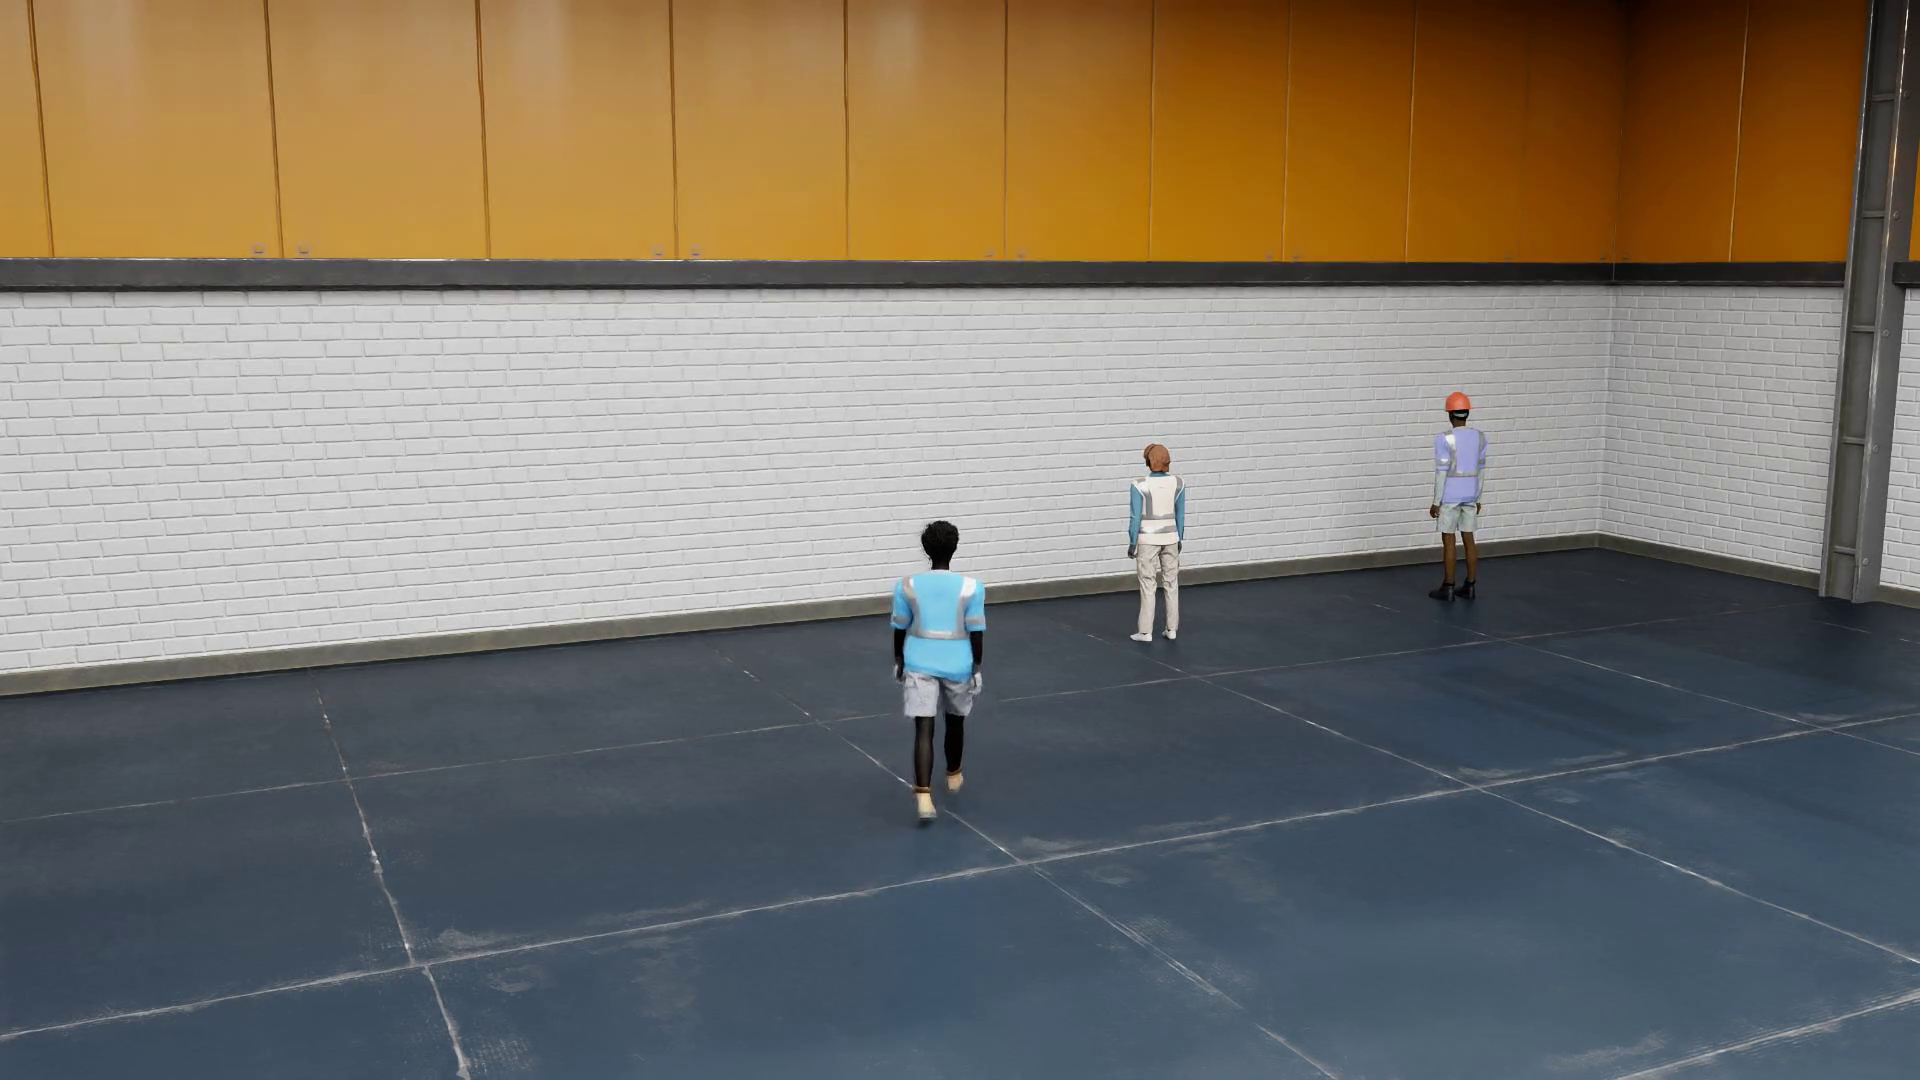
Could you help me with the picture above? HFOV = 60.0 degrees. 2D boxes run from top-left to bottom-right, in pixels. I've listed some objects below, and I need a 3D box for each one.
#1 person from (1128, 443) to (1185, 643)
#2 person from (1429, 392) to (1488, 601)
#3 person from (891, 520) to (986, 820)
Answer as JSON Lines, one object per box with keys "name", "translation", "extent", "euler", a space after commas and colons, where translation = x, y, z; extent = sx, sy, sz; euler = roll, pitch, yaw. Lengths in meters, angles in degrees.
{"name": "person", "translation": [1.611, 0.031, 13.618], "extent": [0.511, 1.641, 0.307], "euler": [-4, 10, -23]}
{"name": "person", "translation": [4.583, -0.401, 15.385], "extent": [0.549, 1.934, 0.374], "euler": [-3, 10, -20]}
{"name": "person", "translation": [-0.121, 0.711, 9.358], "extent": [0.541, 1.651, 0.891], "euler": [1, 9, 5]}
